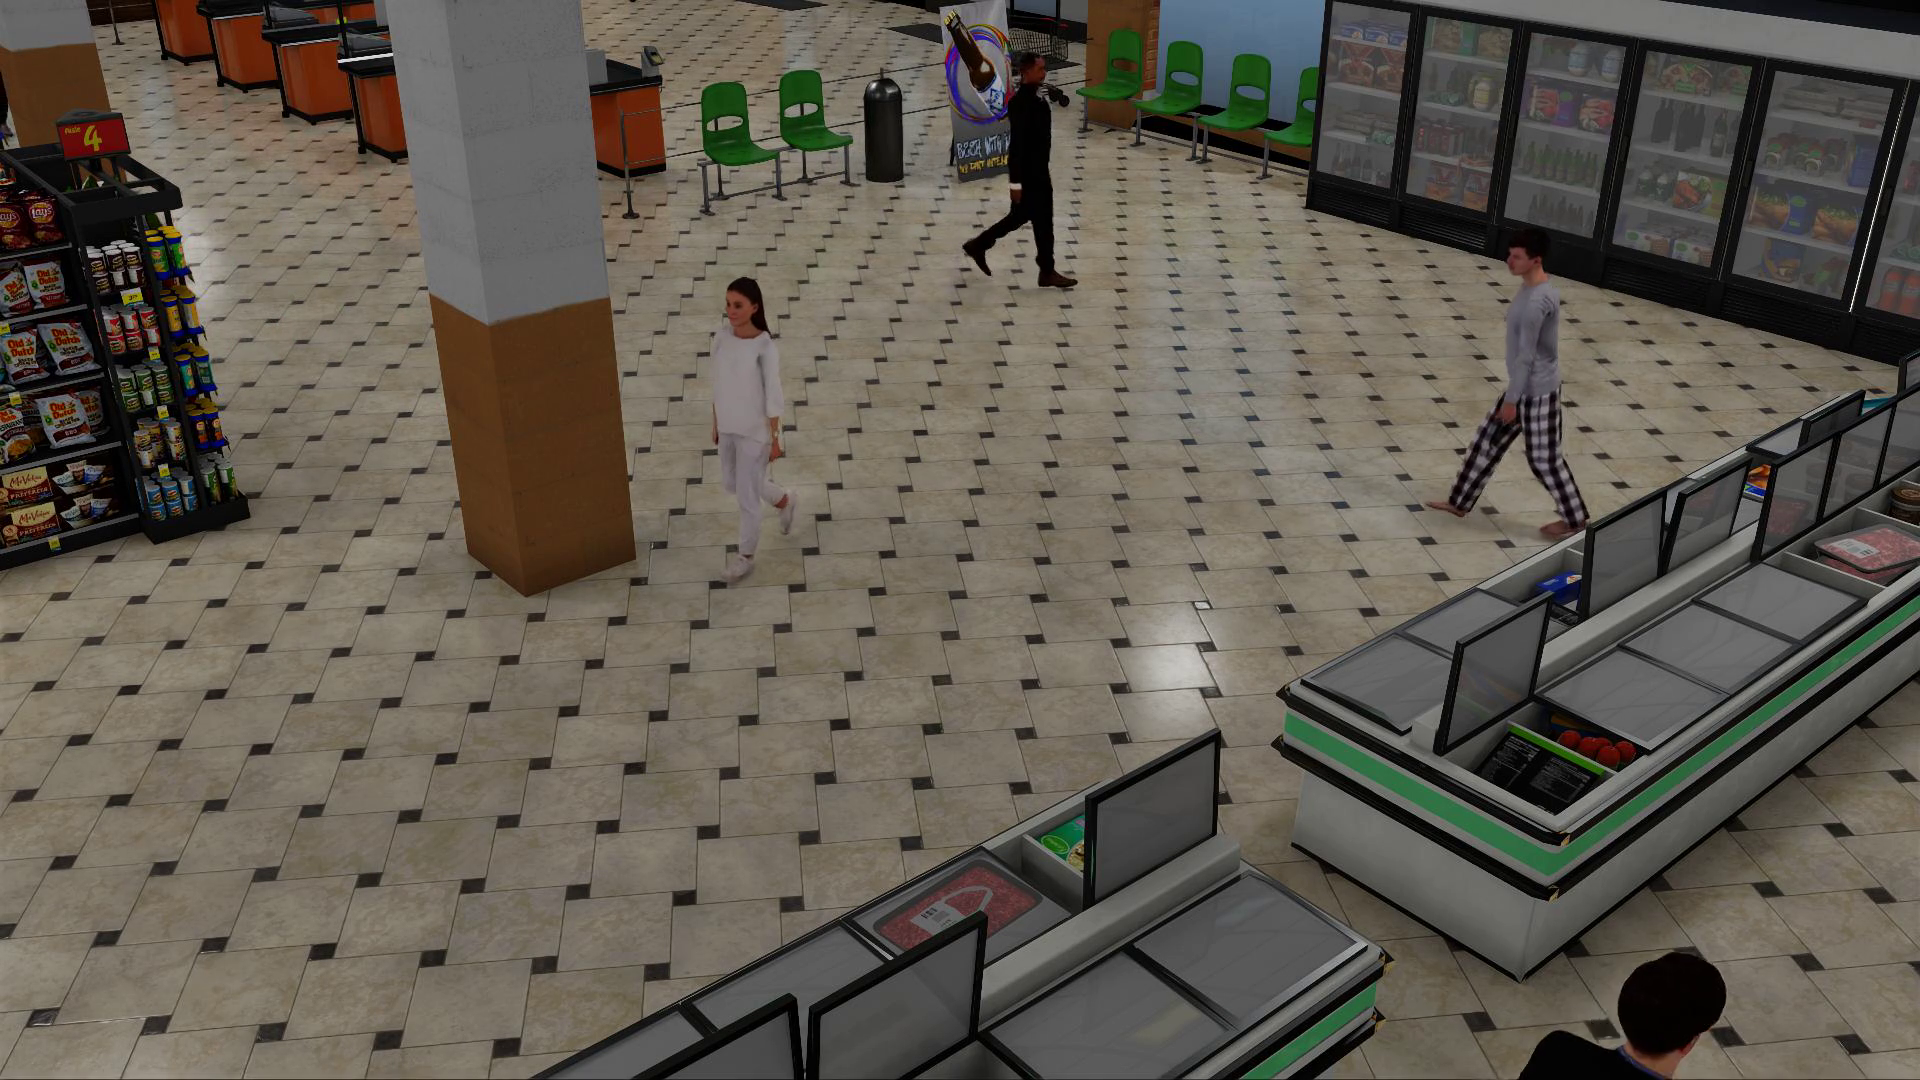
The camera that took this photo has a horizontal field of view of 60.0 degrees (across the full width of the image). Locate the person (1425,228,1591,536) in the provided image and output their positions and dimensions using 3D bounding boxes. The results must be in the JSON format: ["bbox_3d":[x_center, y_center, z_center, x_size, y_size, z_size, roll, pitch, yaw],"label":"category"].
[{"bbox_3d":[3.306,-0.837,9.313,1.166,1.801,1.164,7,28,14],"label":"person"}]

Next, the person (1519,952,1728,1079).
[{"bbox_3d":[1.423,1.822,4.016,1.189,1.849,0.682,-21,34,-35],"label":"person"}]

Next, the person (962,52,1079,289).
[{"bbox_3d":[0.467,-2.966,13.430,1.250,1.873,1.251,5,27,10],"label":"person"}]

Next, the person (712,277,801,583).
[{"bbox_3d":[-1.124,-0.627,9.039,0.748,1.674,1.004,17,32,31],"label":"person"}]
